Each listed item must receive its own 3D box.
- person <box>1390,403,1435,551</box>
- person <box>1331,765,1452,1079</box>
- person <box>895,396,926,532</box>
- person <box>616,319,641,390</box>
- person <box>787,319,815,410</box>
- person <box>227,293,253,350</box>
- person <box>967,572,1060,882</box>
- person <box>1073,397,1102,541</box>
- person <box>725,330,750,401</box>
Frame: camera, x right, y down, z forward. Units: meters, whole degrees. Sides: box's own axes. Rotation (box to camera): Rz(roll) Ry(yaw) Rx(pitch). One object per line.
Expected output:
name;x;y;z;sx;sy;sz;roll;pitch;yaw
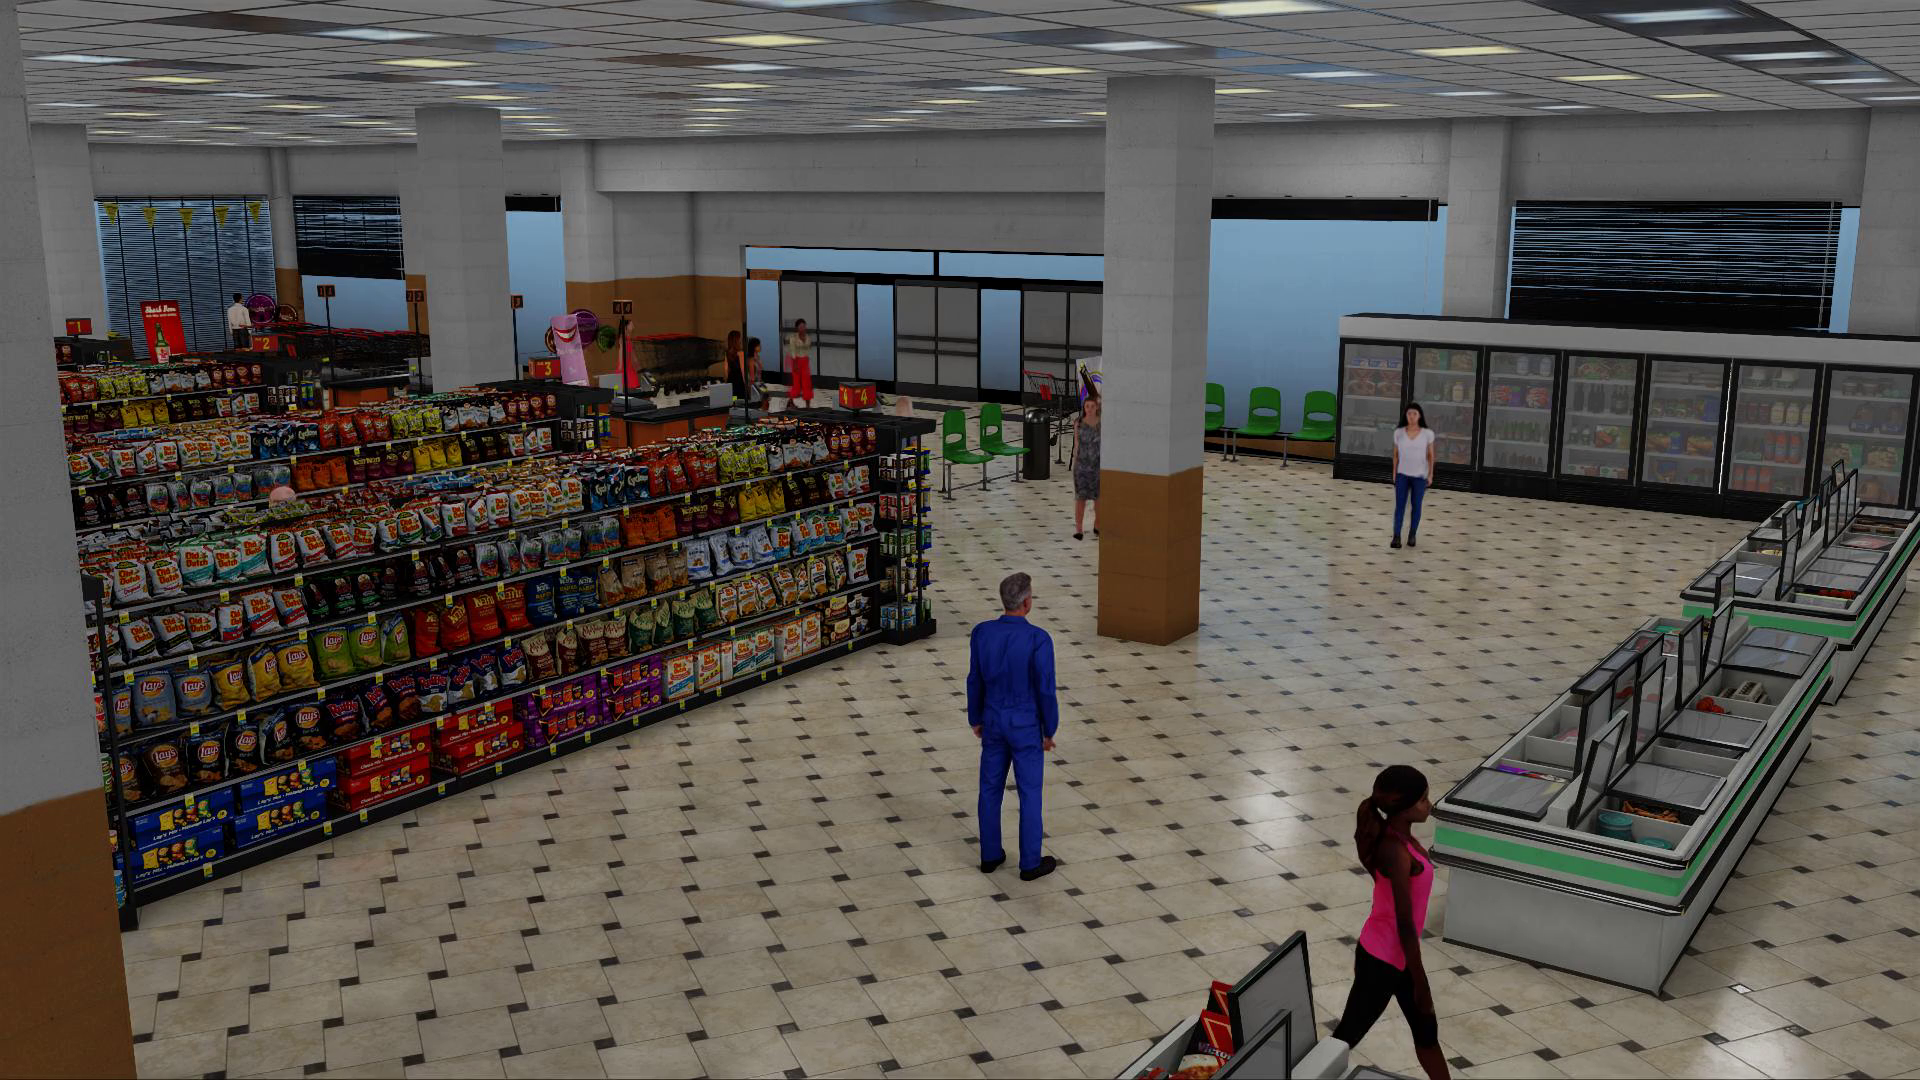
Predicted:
person;5.144;-0.705;18.870;0.784;1.653;1.058;4;13;18
person;1.715;1.783;7.025;0.909;1.666;1.137;3;12;15
person;-0.631;-0.806;19.182;0.594;1.722;0.512;9;15;37
person;-6.232;-3.190;30.530;0.865;1.711;0.843;0;12;2
person;-2.895;-3.090;29.974;1.037;1.745;0.940;-8;14;-33
person;-15.944;-4.571;36.845;0.743;1.811;0.727;2;12;8
person;0.312;1.098;9.887;0.734;1.827;0.572;7;14;28
person;1.555;-0.828;19.455;0.832;1.654;1.248;4;12;17
person;-3.593;-2.444;26.688;0.565;1.835;0.505;8;14;34
